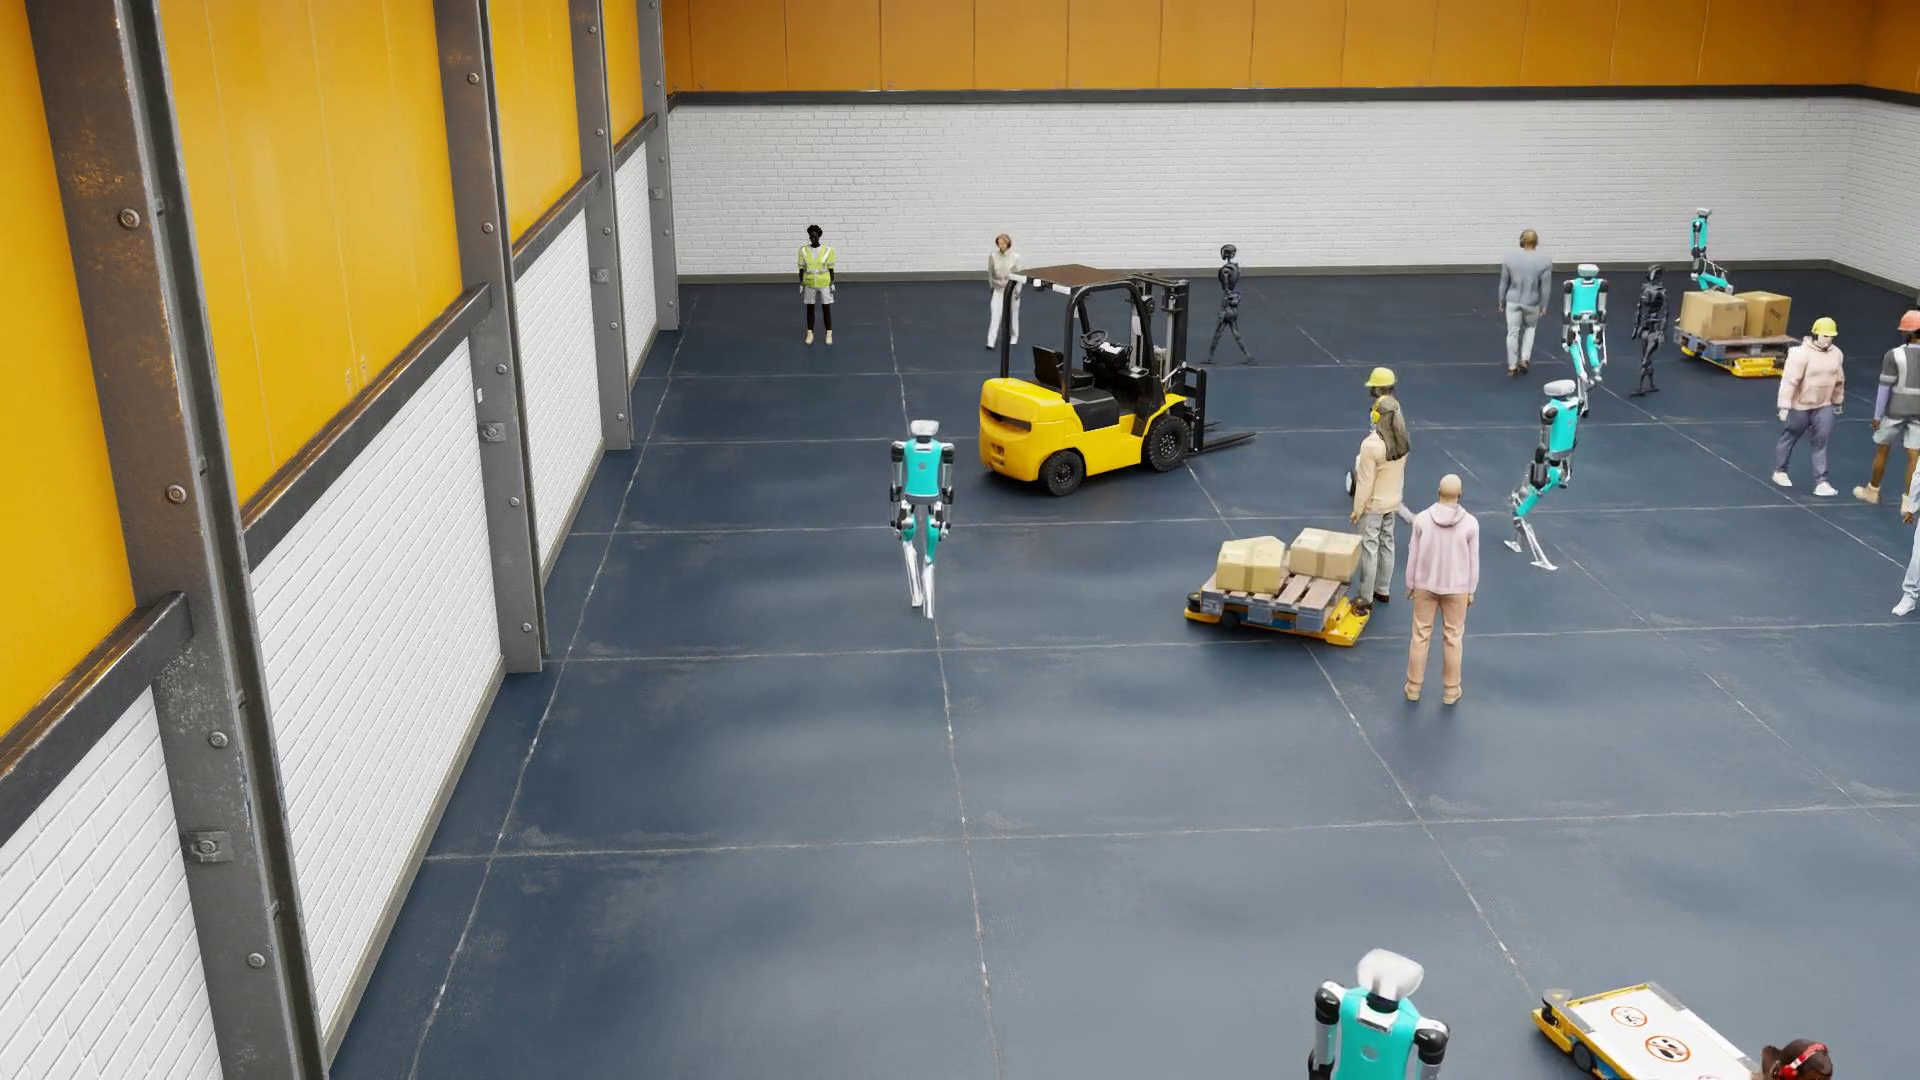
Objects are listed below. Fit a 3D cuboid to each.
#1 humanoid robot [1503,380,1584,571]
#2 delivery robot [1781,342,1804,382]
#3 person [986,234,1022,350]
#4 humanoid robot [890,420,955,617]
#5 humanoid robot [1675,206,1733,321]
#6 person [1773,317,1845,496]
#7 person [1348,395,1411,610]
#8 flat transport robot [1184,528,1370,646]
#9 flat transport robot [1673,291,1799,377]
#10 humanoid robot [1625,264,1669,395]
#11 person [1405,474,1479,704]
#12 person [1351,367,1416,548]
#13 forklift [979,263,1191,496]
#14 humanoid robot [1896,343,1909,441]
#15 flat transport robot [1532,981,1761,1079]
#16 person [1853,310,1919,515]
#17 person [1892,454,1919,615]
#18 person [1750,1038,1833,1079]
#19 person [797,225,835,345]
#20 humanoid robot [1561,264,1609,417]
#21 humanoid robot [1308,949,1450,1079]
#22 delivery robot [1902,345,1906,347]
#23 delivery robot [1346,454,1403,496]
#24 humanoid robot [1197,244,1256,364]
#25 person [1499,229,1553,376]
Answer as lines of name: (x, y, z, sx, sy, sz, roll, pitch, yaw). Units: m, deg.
humanoid robot: (5.238, -0.645, 15.279, 0.548, 1.791, 0.873, -14, 25, -34)
delivery robot: (10.812, -2.230, 21.305, 0.499, 0.606, 0.809, 7, 21, 19)
person: (0.623, -3.443, 23.077, 0.522, 1.591, 0.846, 6, 21, 16)
humanoid robot: (-0.314, -0.194, 14.082, 0.553, 1.823, 0.732, 0, 20, 0)
humanoid robot: (11.116, -3.974, 24.413, 1.033, 1.784, 0.531, 11, 23, 28)
person: (8.773, -1.358, 17.062, 0.809, 1.834, 0.883, -1, 20, -3)
person: (3.570, -0.314, 14.155, 0.553, 1.877, 0.414, -15, 25, -36)
flat transport robot: (2.675, 0.587, 14.029, 1.431, 0.231, 0.659, 9, 22, 24)
flat transport robot: (10.381, -2.459, 22.327, 0.659, 0.231, 1.431, -3, 20, -8)
humanoid robot: (8.596, -2.627, 20.763, 0.606, 1.632, 0.616, -6, 21, -15)
person: (3.586, 0.375, 12.407, 0.522, 1.784, 0.406, 7, 21, 18)
person: (4.022, -0.759, 15.552, 0.744, 1.735, 0.543, 4, 21, 12)
forklift: (1.315, -1.764, 17.646, 2.313, 2.155, 1.214, -14, 24, -33)
humanoid robot: (10.858, -1.919, 18.817, 0.593, 1.650, 0.371, -4, 21, -11)
flat transport robot: (3.589, 2.684, 8.315, 0.659, 0.231, 1.431, -7, 21, -18)
person: (9.433, -1.278, 16.603, 0.620, 2.012, 0.657, 3, 20, 9)
person: (8.262, -0.252, 13.921, 0.596, 1.917, 0.380, 15, 25, 35)
person: (3.119, 2.603, 6.551, 0.605, 1.638, 0.331, 8, 21, 20)
person: (-2.009, -3.578, 23.312, 0.534, 1.693, 0.319, 1, 20, 4)
humanoid robot: (7.546, -2.339, 19.956, 0.550, 1.831, 0.870, 1, 20, 2)
humanoid robot: (1.819, 2.386, 7.045, 0.559, 1.806, 0.928, 12, 23, 29)
delivery robot: (12.633, -2.404, 21.791, 0.812, 0.614, 0.499, -14, 25, -34)
delivery robot: (4.259, -0.627, 16.947, 0.499, 0.614, 0.804, 0, 20, 0)
humanoid robot: (3.612, -3.132, 22.189, 0.771, 1.634, 0.608, 6, 21, 16)
person: (7.317, -3.082, 21.627, 0.643, 1.915, 0.459, 6, 21, 17)
